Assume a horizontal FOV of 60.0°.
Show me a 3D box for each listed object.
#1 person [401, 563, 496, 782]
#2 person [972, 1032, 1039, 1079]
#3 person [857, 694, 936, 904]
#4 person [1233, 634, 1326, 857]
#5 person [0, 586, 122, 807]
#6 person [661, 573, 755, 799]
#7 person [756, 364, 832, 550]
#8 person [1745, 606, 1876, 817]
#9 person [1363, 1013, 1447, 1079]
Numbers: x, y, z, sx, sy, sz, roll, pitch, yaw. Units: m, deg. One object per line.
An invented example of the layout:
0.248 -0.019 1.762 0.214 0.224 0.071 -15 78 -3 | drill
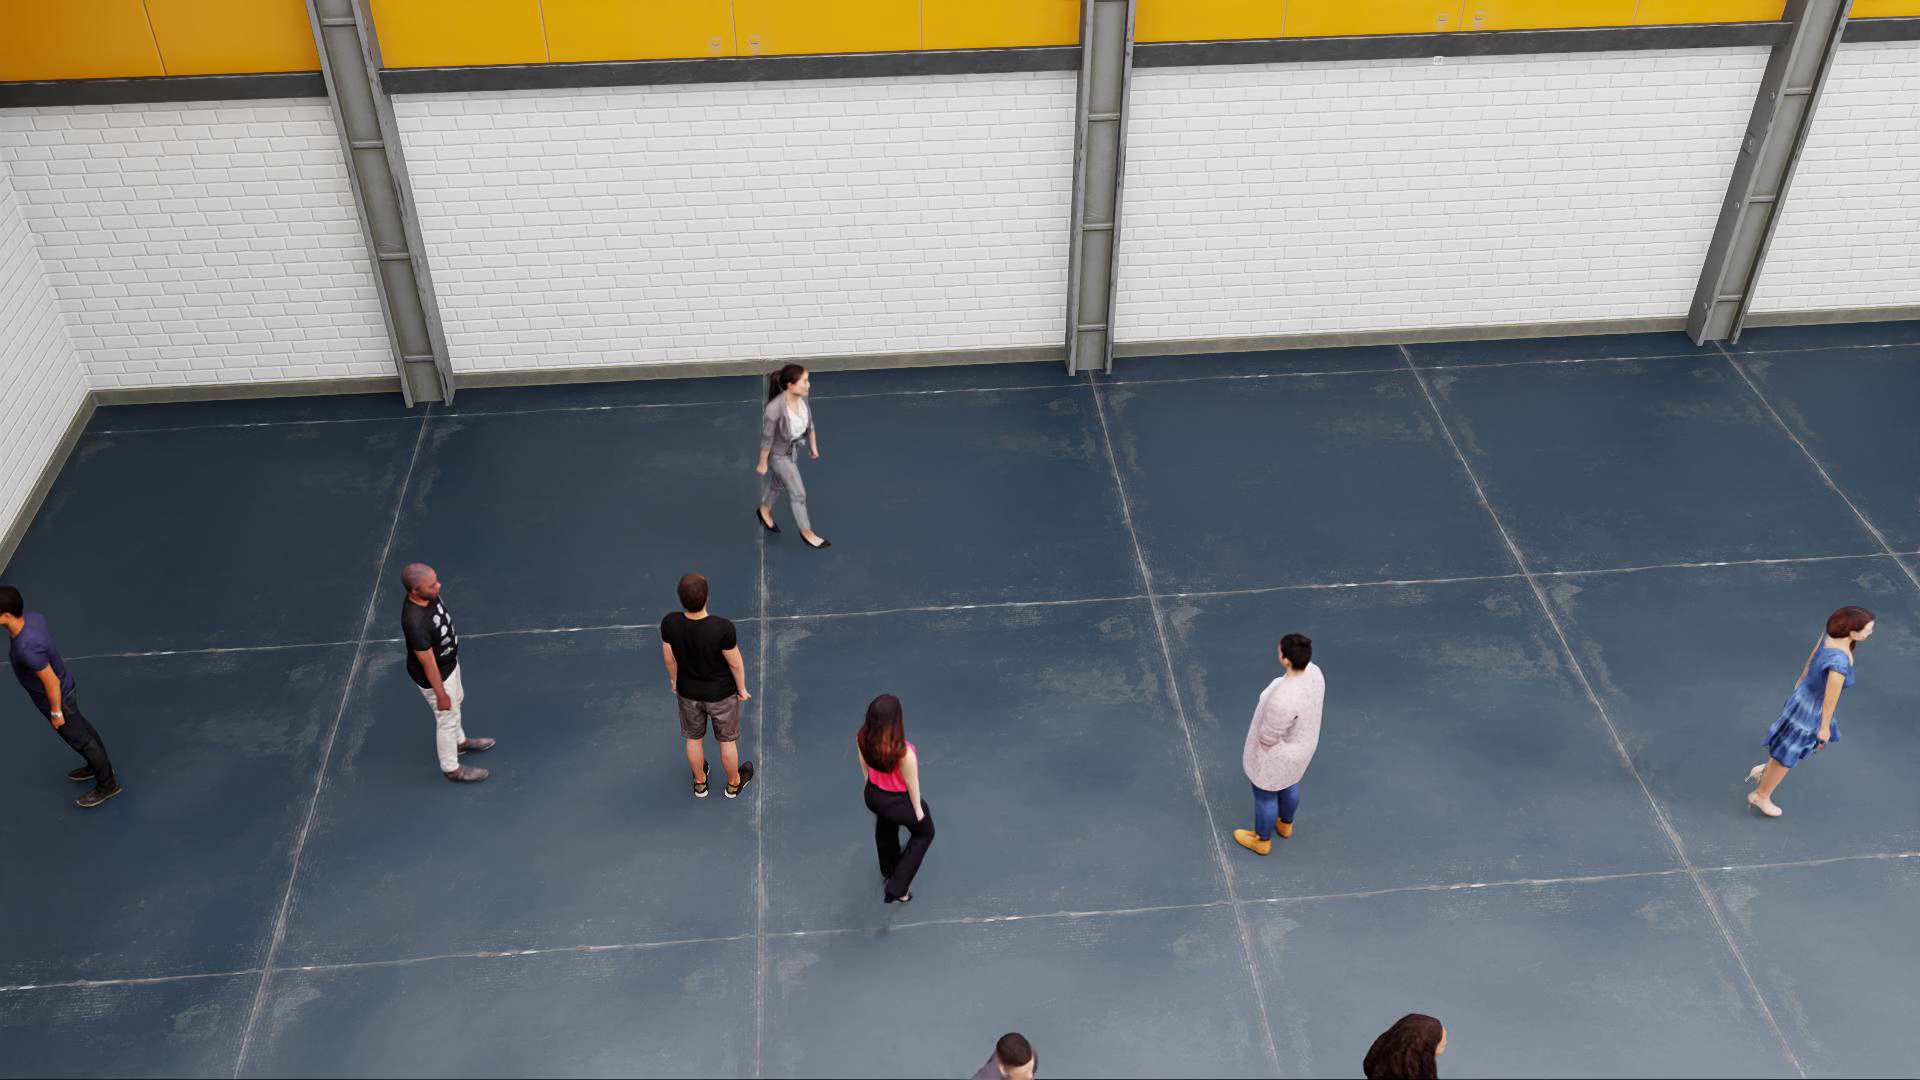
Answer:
-3.444 0.854 10.926 0.618 1.801 0.667 -6 39 -7 | person
0.101 2.926 8.414 1.236 1.697 1.222 29 47 31 | person
-0.421 1.604 10.105 0.793 1.653 0.854 24 44 27 | person
2.044 1.275 10.445 0.857 1.744 0.790 29 47 32 | person
-5.859 0.988 10.766 0.691 1.790 0.720 -21 43 -24 | person
-1.651 0.953 10.752 0.591 1.863 0.777 4 39 5 | person
-1.443 -0.672 12.974 1.067 1.629 0.927 22 44 25 | person
5.337 1.100 10.624 0.831 1.793 0.783 14 41 17 | person
2.205 2.963 8.433 0.714 1.615 0.690 -20 43 -23 | person
